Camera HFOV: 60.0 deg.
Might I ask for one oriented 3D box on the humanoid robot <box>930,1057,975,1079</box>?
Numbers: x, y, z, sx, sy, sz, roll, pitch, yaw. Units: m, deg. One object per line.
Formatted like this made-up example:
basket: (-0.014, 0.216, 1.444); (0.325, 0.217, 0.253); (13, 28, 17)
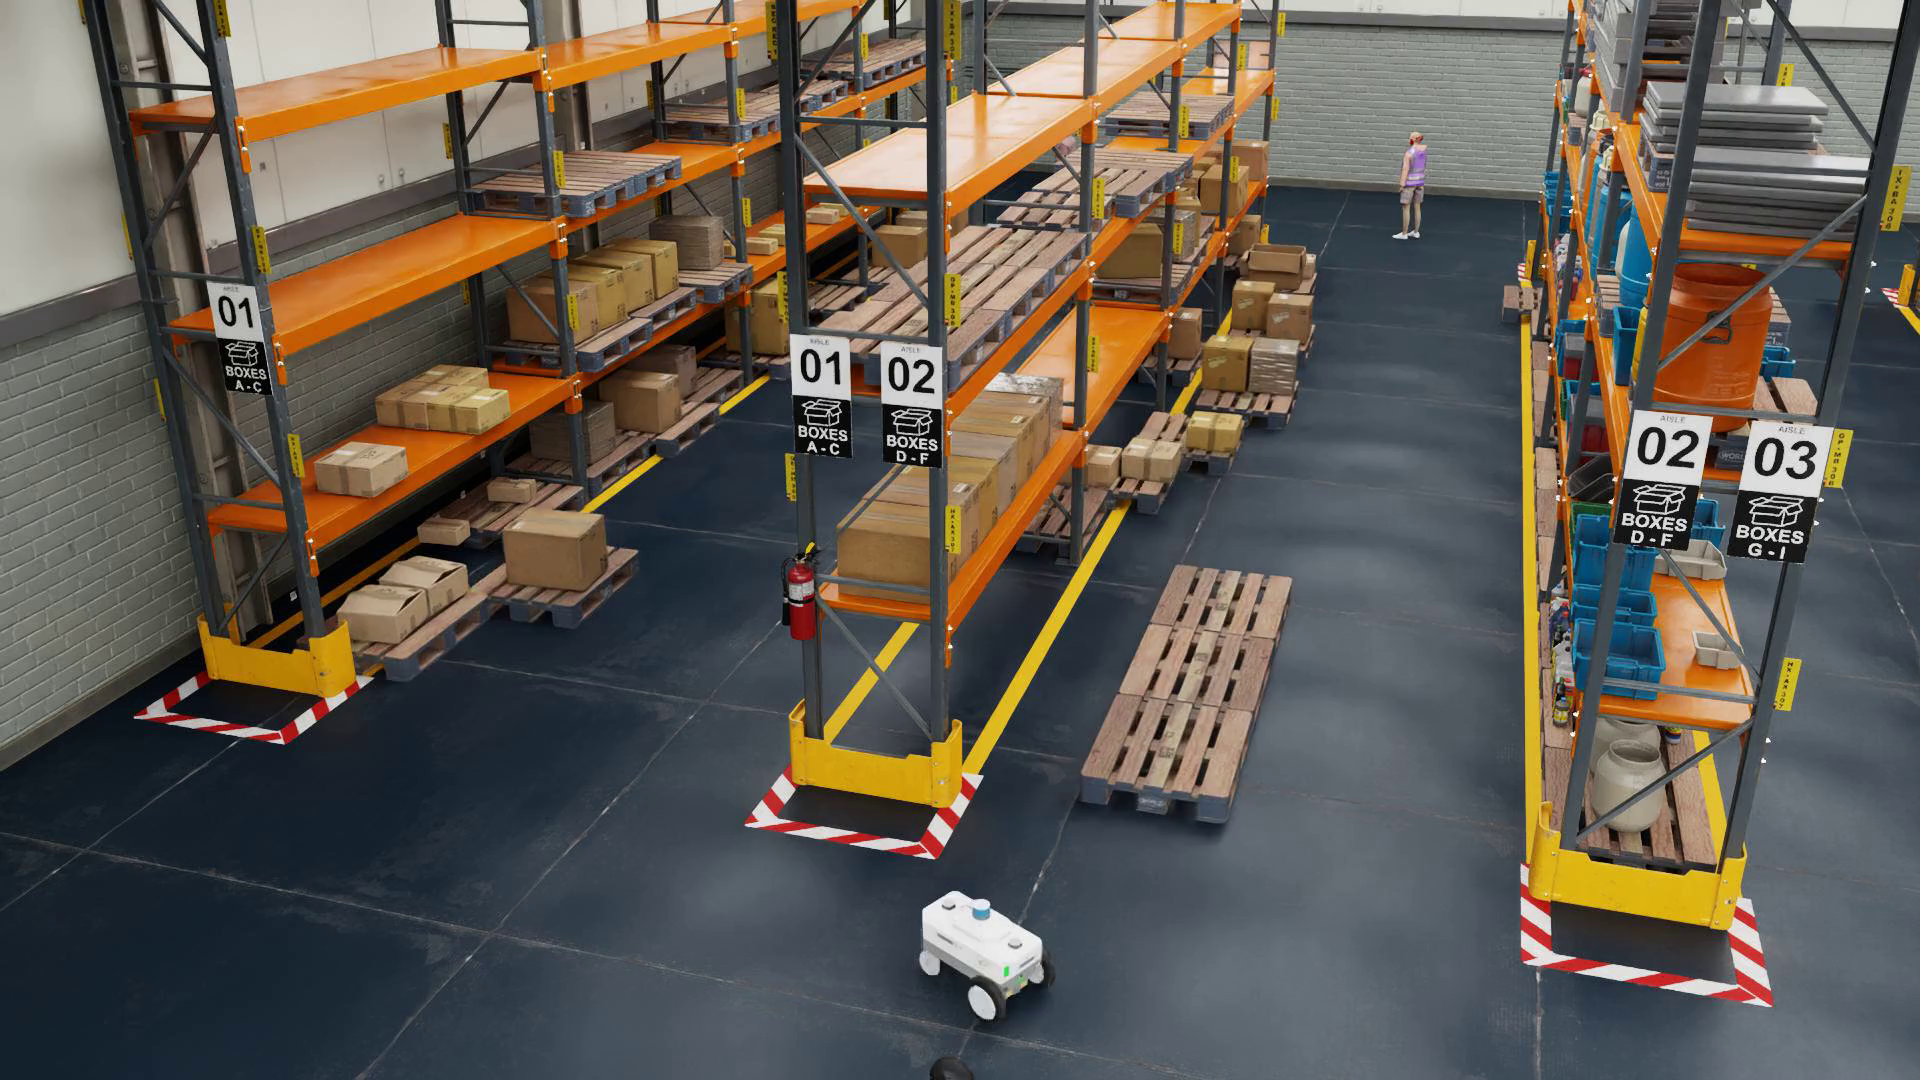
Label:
humanoid robot: (-0.125, 2.795, 6.923); (0.450, 1.651, 0.598); (21, 31, 40)

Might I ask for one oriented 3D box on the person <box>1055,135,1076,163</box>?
person: (1.711, -5.923, 26.973); (0.334, 1.801, 0.527); (9, 25, 20)

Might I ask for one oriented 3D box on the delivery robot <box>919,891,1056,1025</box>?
delivery robot: (0.136, 2.328, 9.431); (0.807, 0.609, 0.499); (21, 31, 40)

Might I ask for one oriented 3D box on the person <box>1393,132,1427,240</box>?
person: (7.180, -5.620, 26.415); (0.491, 1.688, 0.349); (-14, 27, -29)
